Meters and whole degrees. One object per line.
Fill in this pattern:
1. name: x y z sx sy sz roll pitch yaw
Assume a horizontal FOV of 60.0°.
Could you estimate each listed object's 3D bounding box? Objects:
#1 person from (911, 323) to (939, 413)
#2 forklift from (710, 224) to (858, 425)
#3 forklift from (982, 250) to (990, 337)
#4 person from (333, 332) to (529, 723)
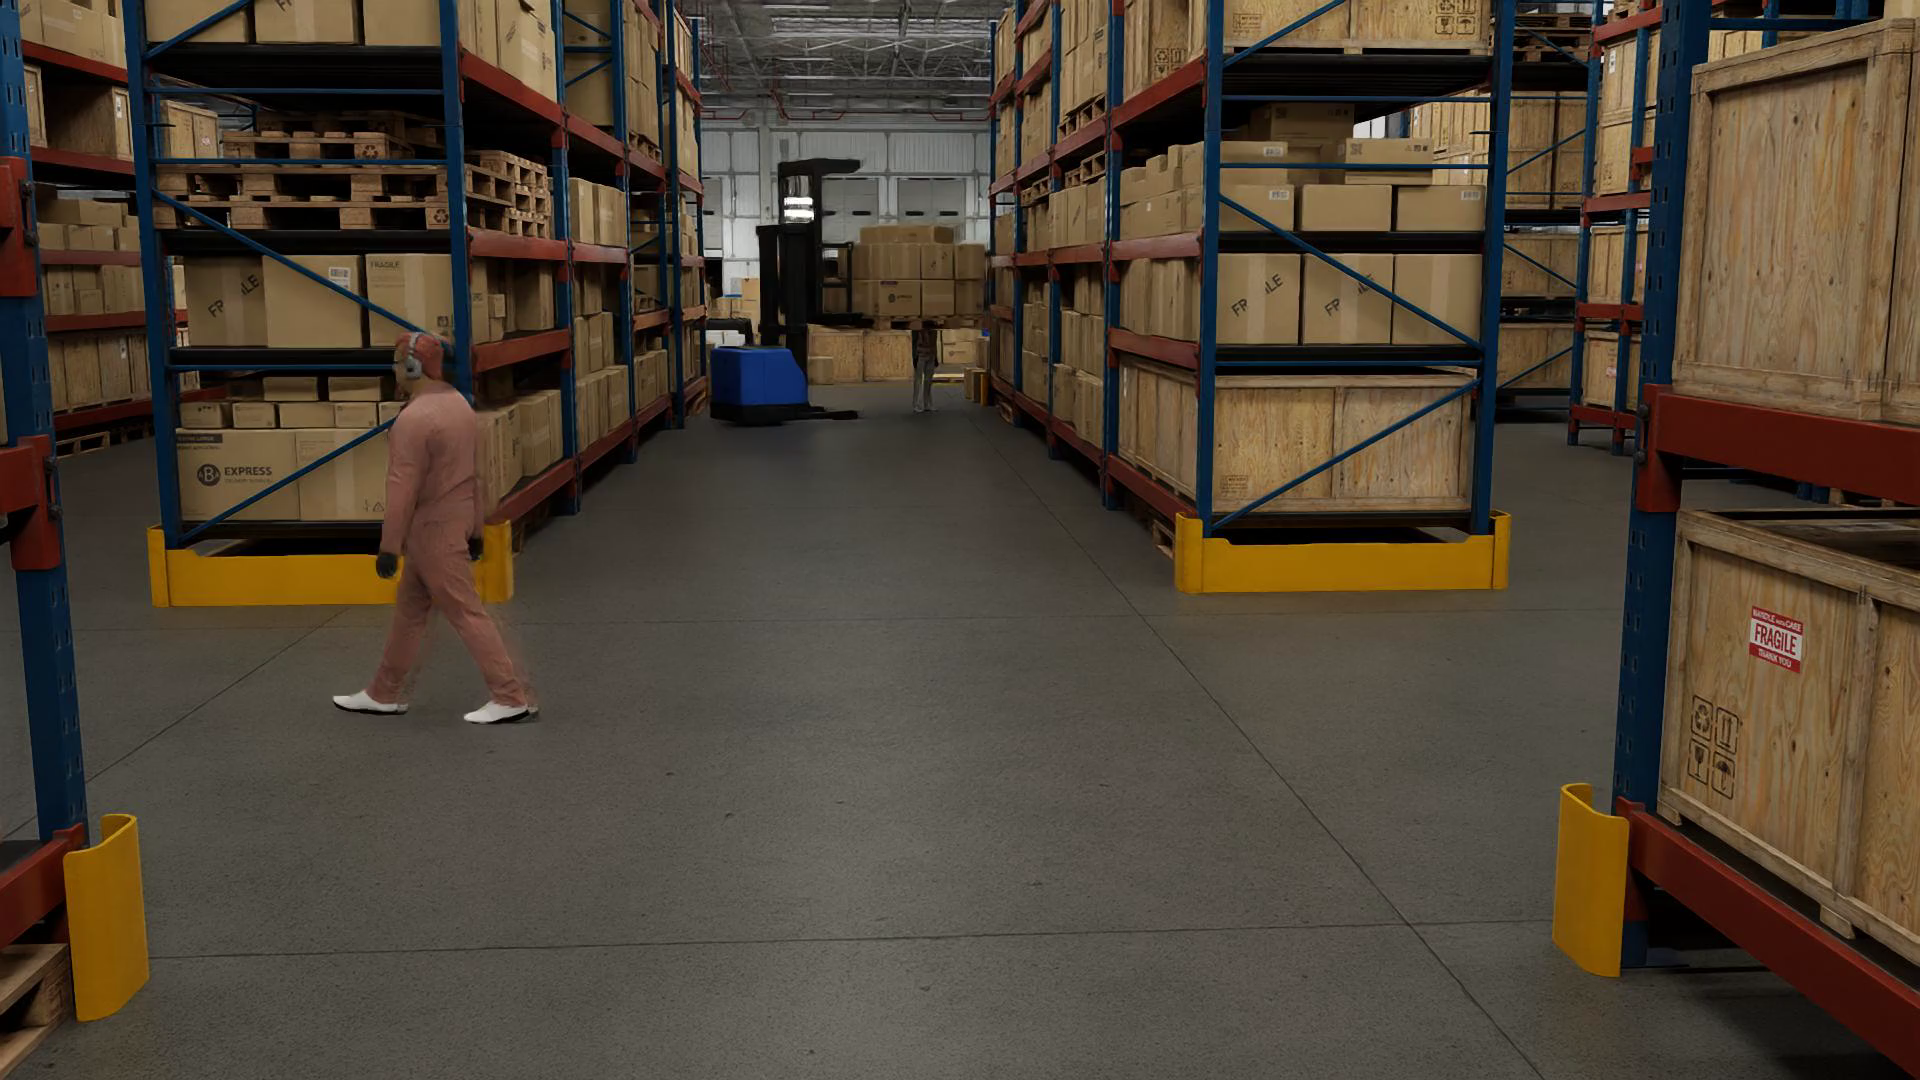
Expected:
1. person: -0.543 -2.794 25.761 0.521 1.638 0.311 -8 12 -43
2. forklift: -2.552 -3.093 23.751 1.873 2.768 1.129 -6 11 -34
3. forklift: 0.518 -6.911 47.725 1.129 2.768 1.873 2 9 10
4. person: -2.501 -0.045 7.821 0.991 1.853 0.666 0 9 1
